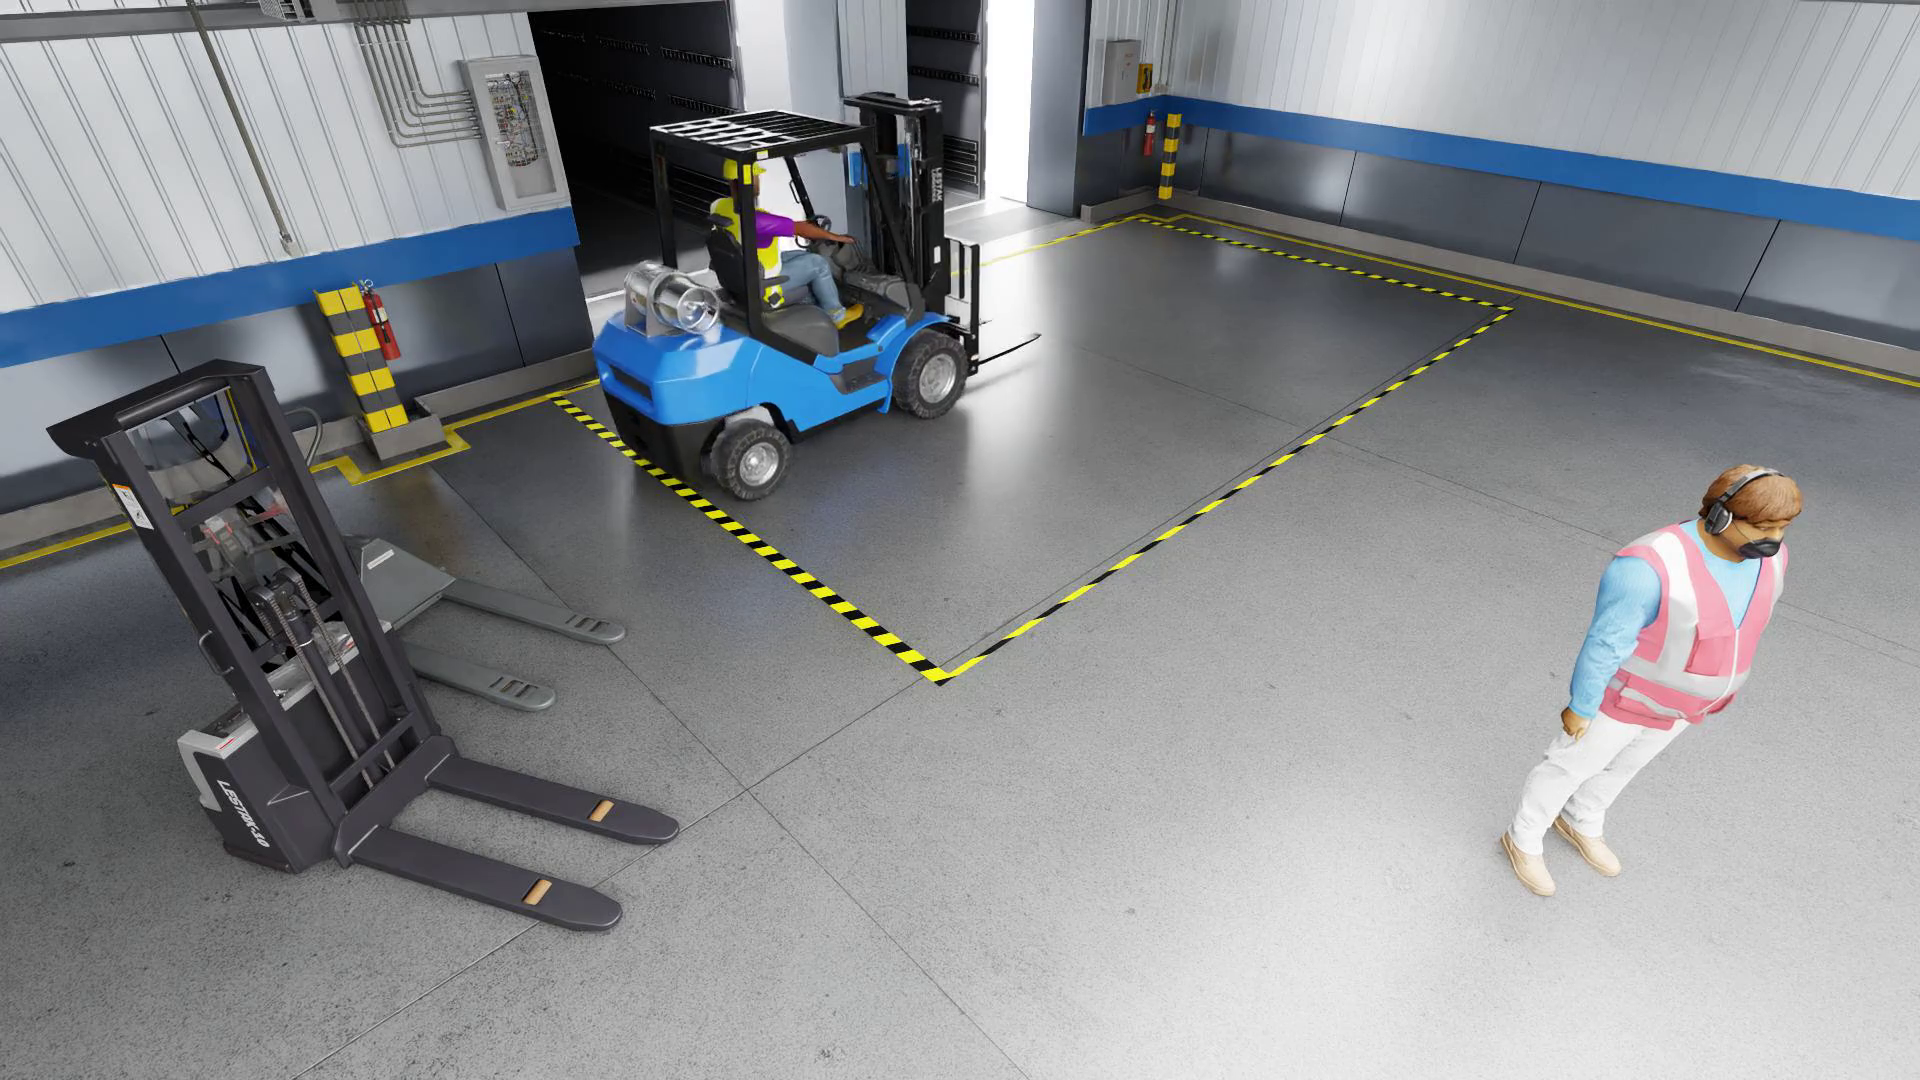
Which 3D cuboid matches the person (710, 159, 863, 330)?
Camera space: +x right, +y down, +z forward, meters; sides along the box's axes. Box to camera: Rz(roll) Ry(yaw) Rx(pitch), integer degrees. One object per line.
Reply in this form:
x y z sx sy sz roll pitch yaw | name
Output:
-1.133 -2.017 6.291 0.635 1.294 1.004 29 44 35 | person

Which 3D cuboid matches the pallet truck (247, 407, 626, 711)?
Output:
-2.628 0.038 4.590 1.601 1.201 0.680 12 36 18 | pallet truck

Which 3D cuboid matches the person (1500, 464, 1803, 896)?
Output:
2.465 0.553 3.298 0.632 1.843 0.429 -8 35 -12 | person

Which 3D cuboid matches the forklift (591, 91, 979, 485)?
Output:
-1.180 -1.841 6.366 1.157 2.036 2.680 29 44 35 | forklift

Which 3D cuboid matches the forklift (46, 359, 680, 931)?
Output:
-2.135 0.422 3.354 1.885 1.965 0.823 10 35 14 | forklift
